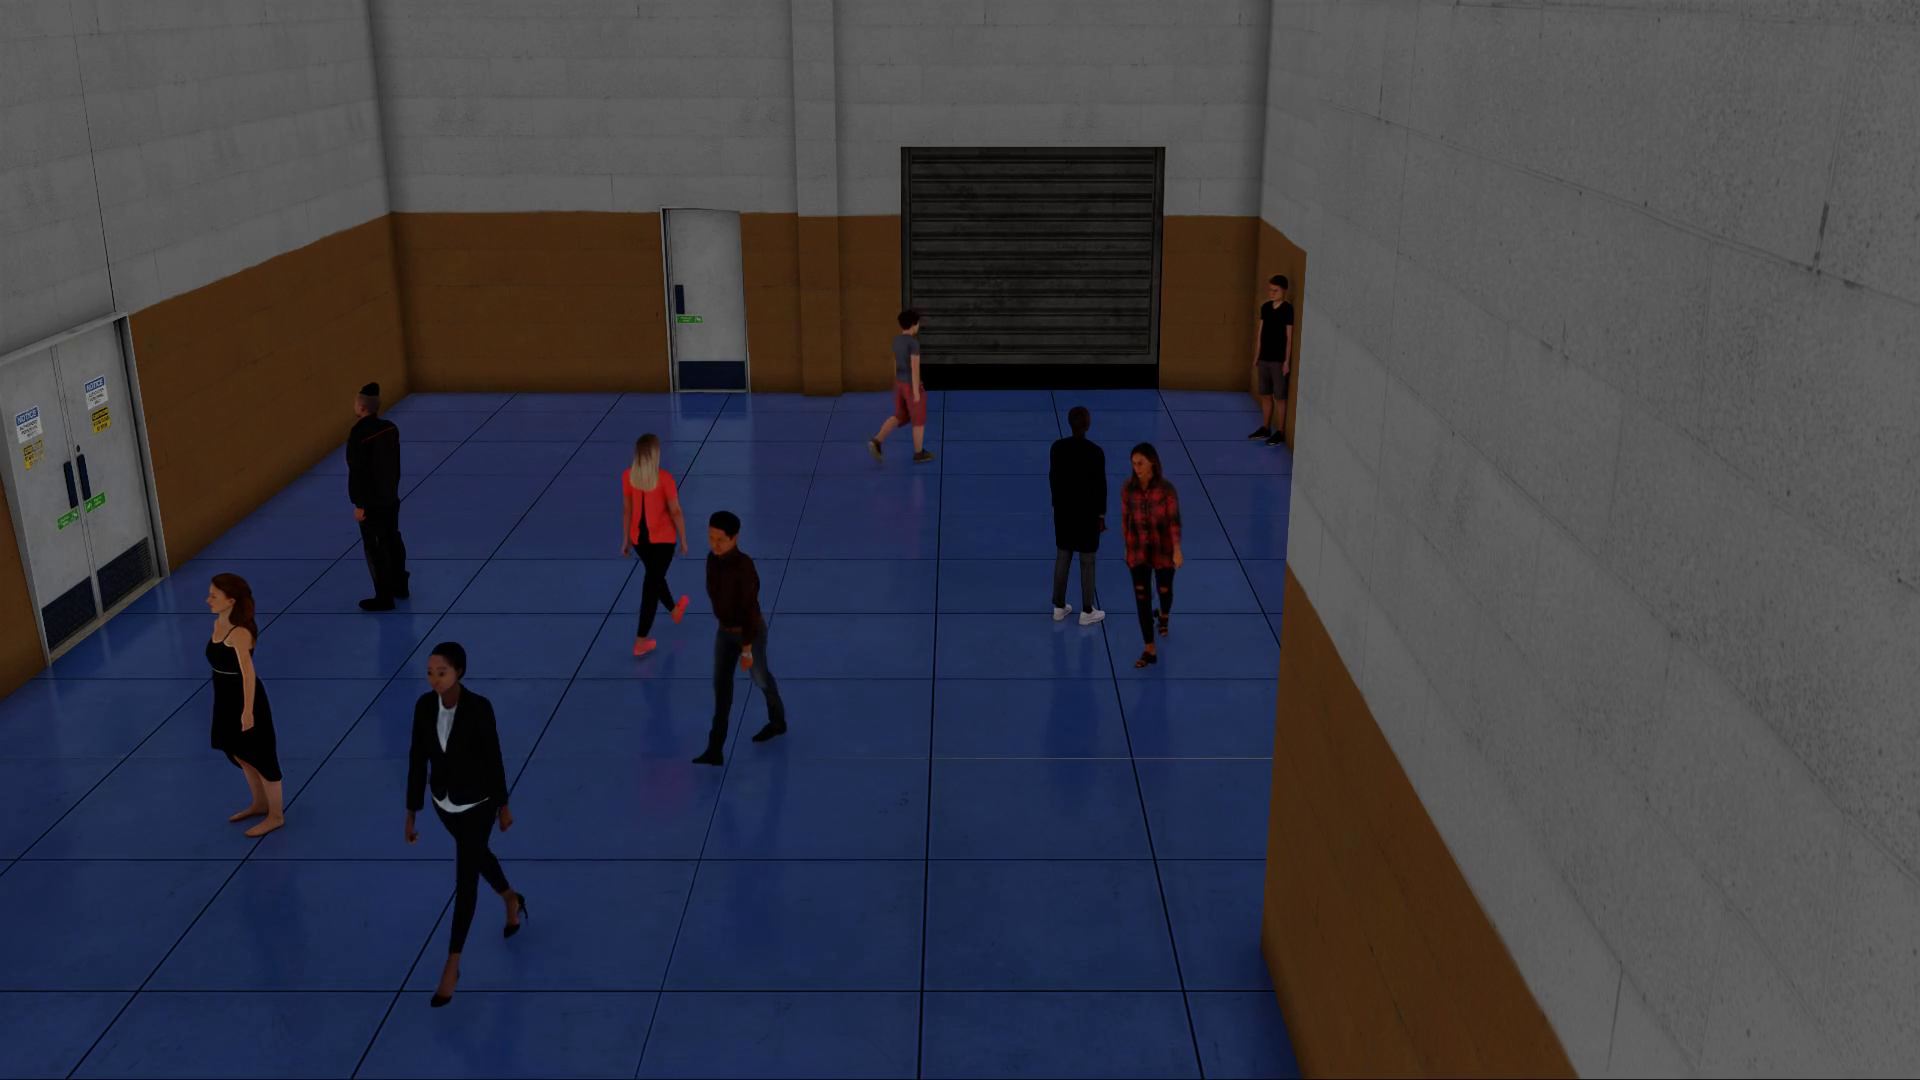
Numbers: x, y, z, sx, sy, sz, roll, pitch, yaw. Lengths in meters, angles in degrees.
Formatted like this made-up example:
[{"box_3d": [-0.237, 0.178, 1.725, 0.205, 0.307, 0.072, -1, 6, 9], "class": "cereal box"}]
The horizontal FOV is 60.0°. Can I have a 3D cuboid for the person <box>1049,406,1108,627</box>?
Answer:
[{"box_3d": [0.918, -0.199, 13.120, 0.669, 1.762, 0.785, 11, 21, 29], "class": "person"}]

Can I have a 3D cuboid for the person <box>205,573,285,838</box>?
[{"box_3d": [-4.255, 0.965, 9.881, 0.728, 1.624, 0.676, -16, 24, -39], "class": "person"}]

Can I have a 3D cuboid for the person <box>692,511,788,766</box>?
[{"box_3d": [-1.367, 0.606, 10.818, 1.144, 1.706, 1.147, -18, 25, -42], "class": "person"}]

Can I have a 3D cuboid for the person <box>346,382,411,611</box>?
[{"box_3d": [-4.708, -0.369, 13.433, 0.688, 1.861, 0.810, 4, 19, 11], "class": "person"}]

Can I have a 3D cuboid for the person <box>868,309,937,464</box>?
[{"box_3d": [-0.614, -1.571, 17.375, 1.094, 1.630, 0.950, -13, 22, -33], "class": "person"}]

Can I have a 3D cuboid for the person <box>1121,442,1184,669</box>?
[{"box_3d": [1.457, 0.080, 12.448, 1.091, 1.662, 0.977, 6, 20, 17], "class": "person"}]

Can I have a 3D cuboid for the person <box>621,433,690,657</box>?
[{"box_3d": [-2.355, 0.069, 12.512, 1.150, 1.642, 0.964, 7, 20, 21], "class": "person"}]

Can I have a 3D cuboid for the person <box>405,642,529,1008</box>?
[{"box_3d": [-2.470, 1.365, 8.462, 1.147, 1.774, 0.895, 5, 19, 15], "class": "person"}]

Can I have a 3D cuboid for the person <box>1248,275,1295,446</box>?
[{"box_3d": [3.486, -1.995, 18.295, 0.779, 1.859, 0.761, -12, 22, -32], "class": "person"}]
